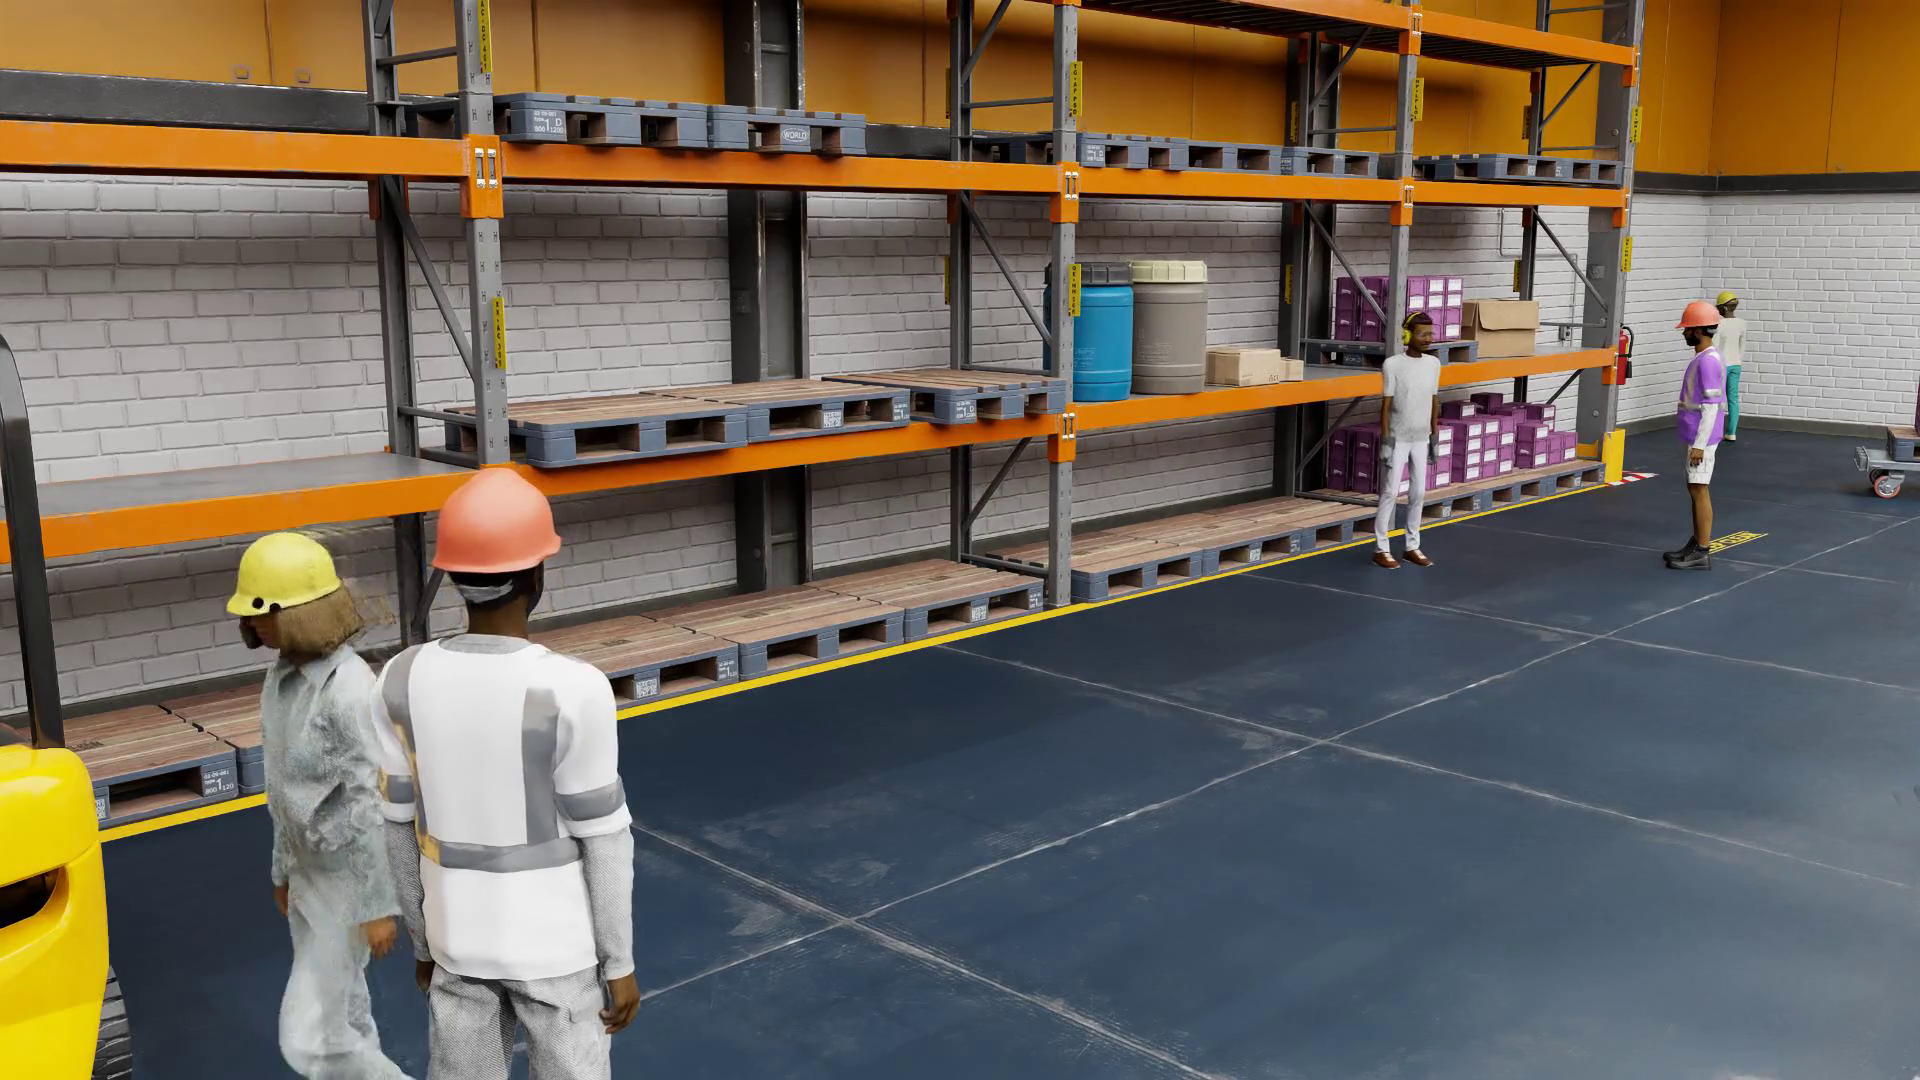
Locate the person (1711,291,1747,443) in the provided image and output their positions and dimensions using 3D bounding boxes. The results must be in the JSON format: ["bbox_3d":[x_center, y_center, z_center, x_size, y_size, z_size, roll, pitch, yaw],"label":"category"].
[{"bbox_3d":[8.889,-2.007,19.363,0.522,1.761,0.321,-4,11,-22],"label":"person"}]

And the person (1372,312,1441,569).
[{"bbox_3d":[3.260,-0.718,12.069,0.511,1.860,0.318,-4,11,-21],"label":"person"}]

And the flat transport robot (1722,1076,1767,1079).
[{"bbox_3d":[2.218,1.619,3.643,0.652,0.197,1.431,1,10,5],"label":"flat transport robot"}]

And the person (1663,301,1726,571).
[{"bbox_3d":[5.299,-0.745,11.995,0.368,1.933,0.551,4,11,20],"label":"person"}]

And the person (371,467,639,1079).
[{"bbox_3d":[-0.917,0.816,3.467,0.545,1.942,0.351,3,11,15],"label":"person"}]

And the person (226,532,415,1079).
[{"bbox_3d":[-1.537,0.824,3.995,0.375,1.720,0.508,-10,14,-42],"label":"person"}]

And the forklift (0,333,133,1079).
[{"bbox_3d":[-3.289,0.485,4.582,1.214,2.155,2.313,-10,14,-44],"label":"forklift"}]
